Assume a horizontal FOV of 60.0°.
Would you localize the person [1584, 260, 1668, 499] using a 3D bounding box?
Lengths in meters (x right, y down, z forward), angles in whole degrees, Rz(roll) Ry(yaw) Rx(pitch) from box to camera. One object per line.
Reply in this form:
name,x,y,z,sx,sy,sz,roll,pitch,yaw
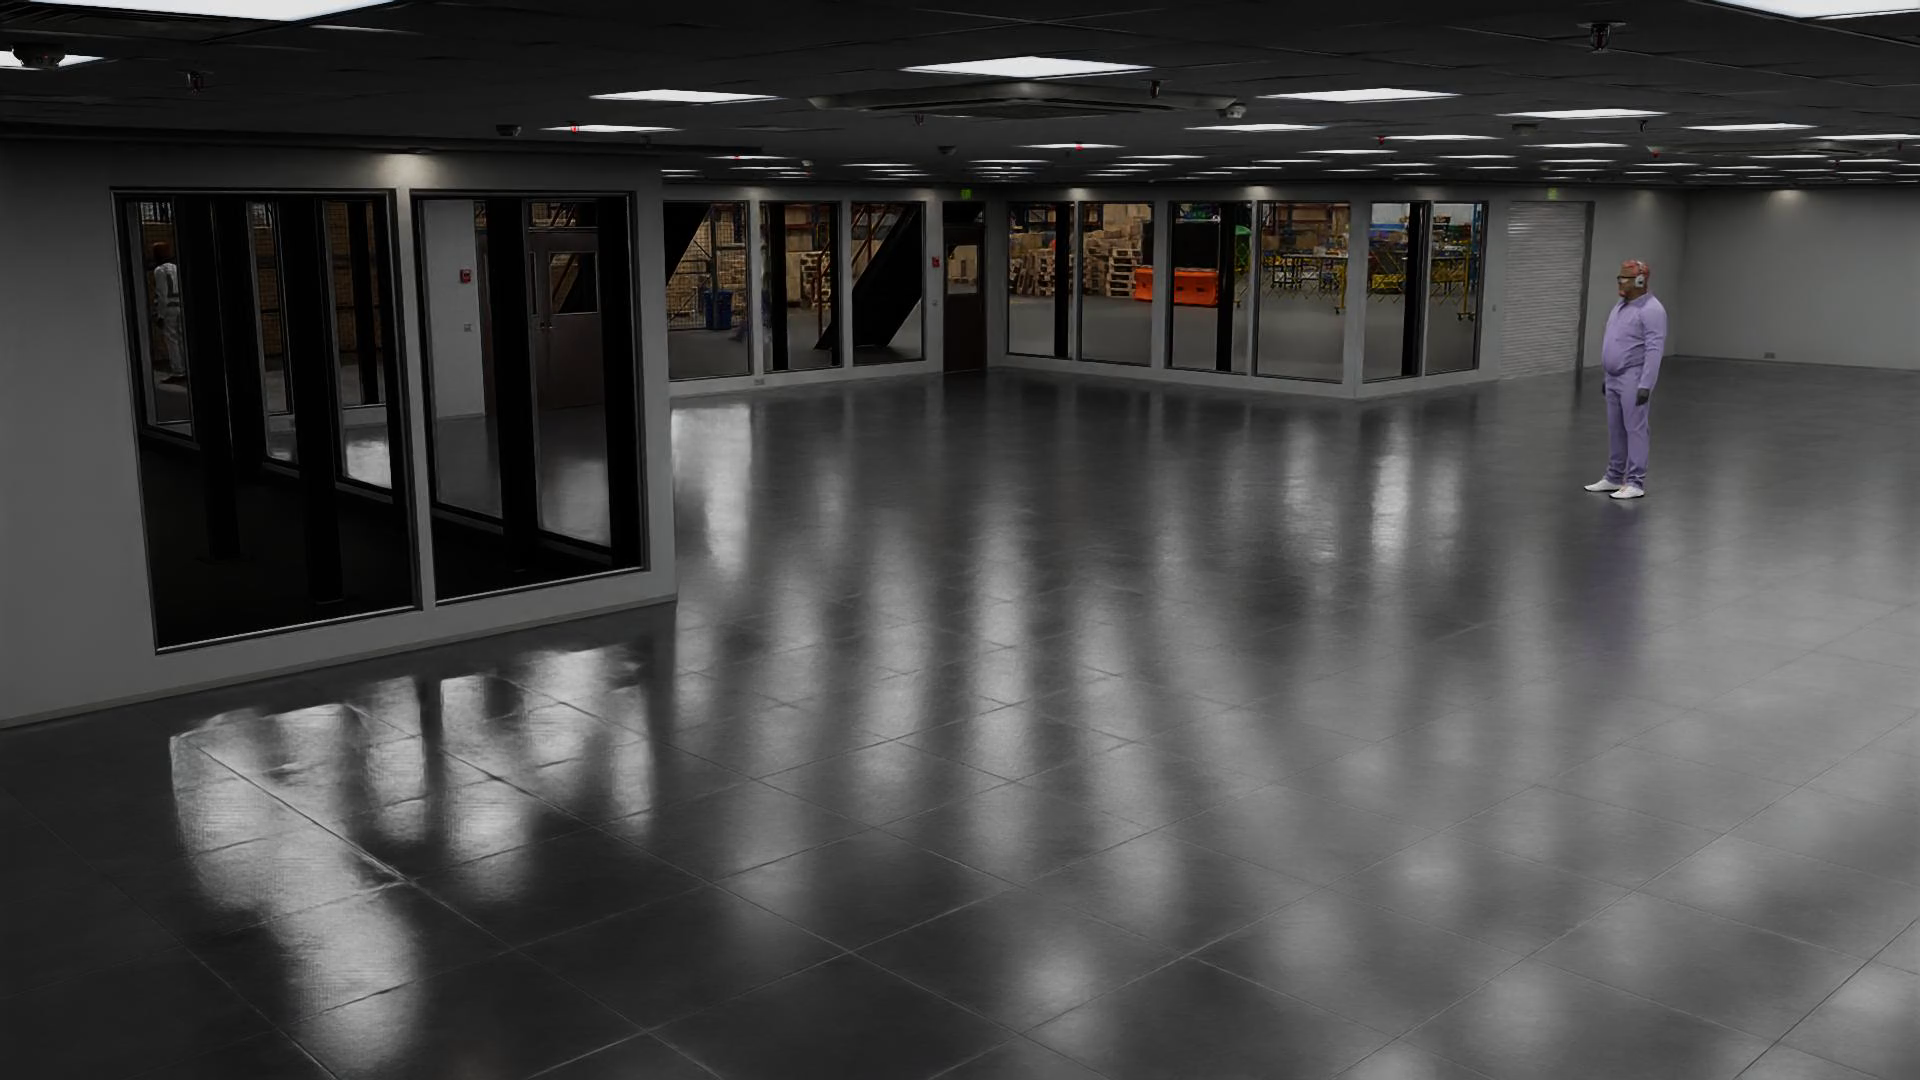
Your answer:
person,5.374,-1.291,13.427,0.405,1.911,0.636,-2,11,-8
